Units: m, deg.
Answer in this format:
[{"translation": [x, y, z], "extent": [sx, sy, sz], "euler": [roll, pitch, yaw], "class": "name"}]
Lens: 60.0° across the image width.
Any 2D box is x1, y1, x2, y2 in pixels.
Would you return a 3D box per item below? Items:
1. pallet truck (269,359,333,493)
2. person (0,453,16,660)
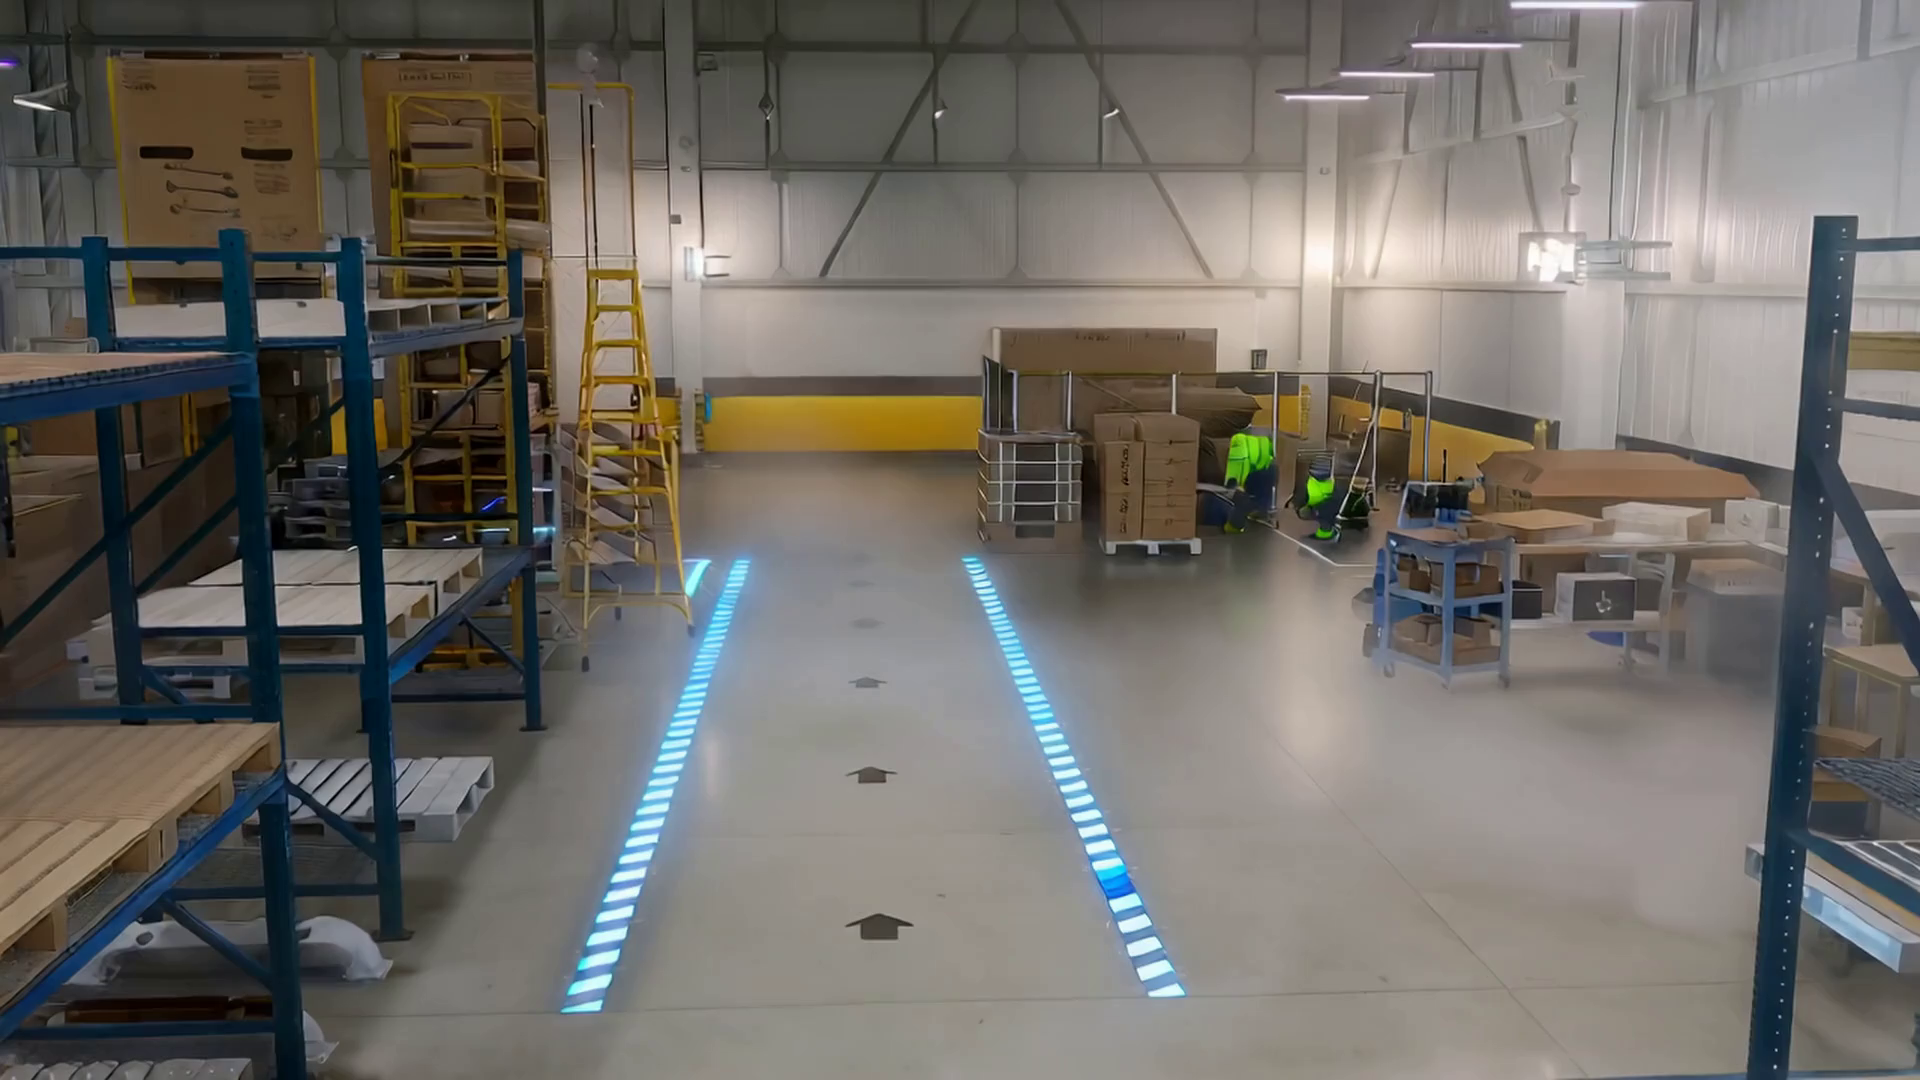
[{"translation": [-7.062, -1.131, 18.996], "extent": [1.885, 1.965, 0.823], "euler": [2, 9, 13], "class": "pallet truck"}, {"translation": [-7.345, -0.018, 12.367], "extent": [0.574, 1.881, 0.358], "euler": [-8, 12, -42], "class": "person"}]
